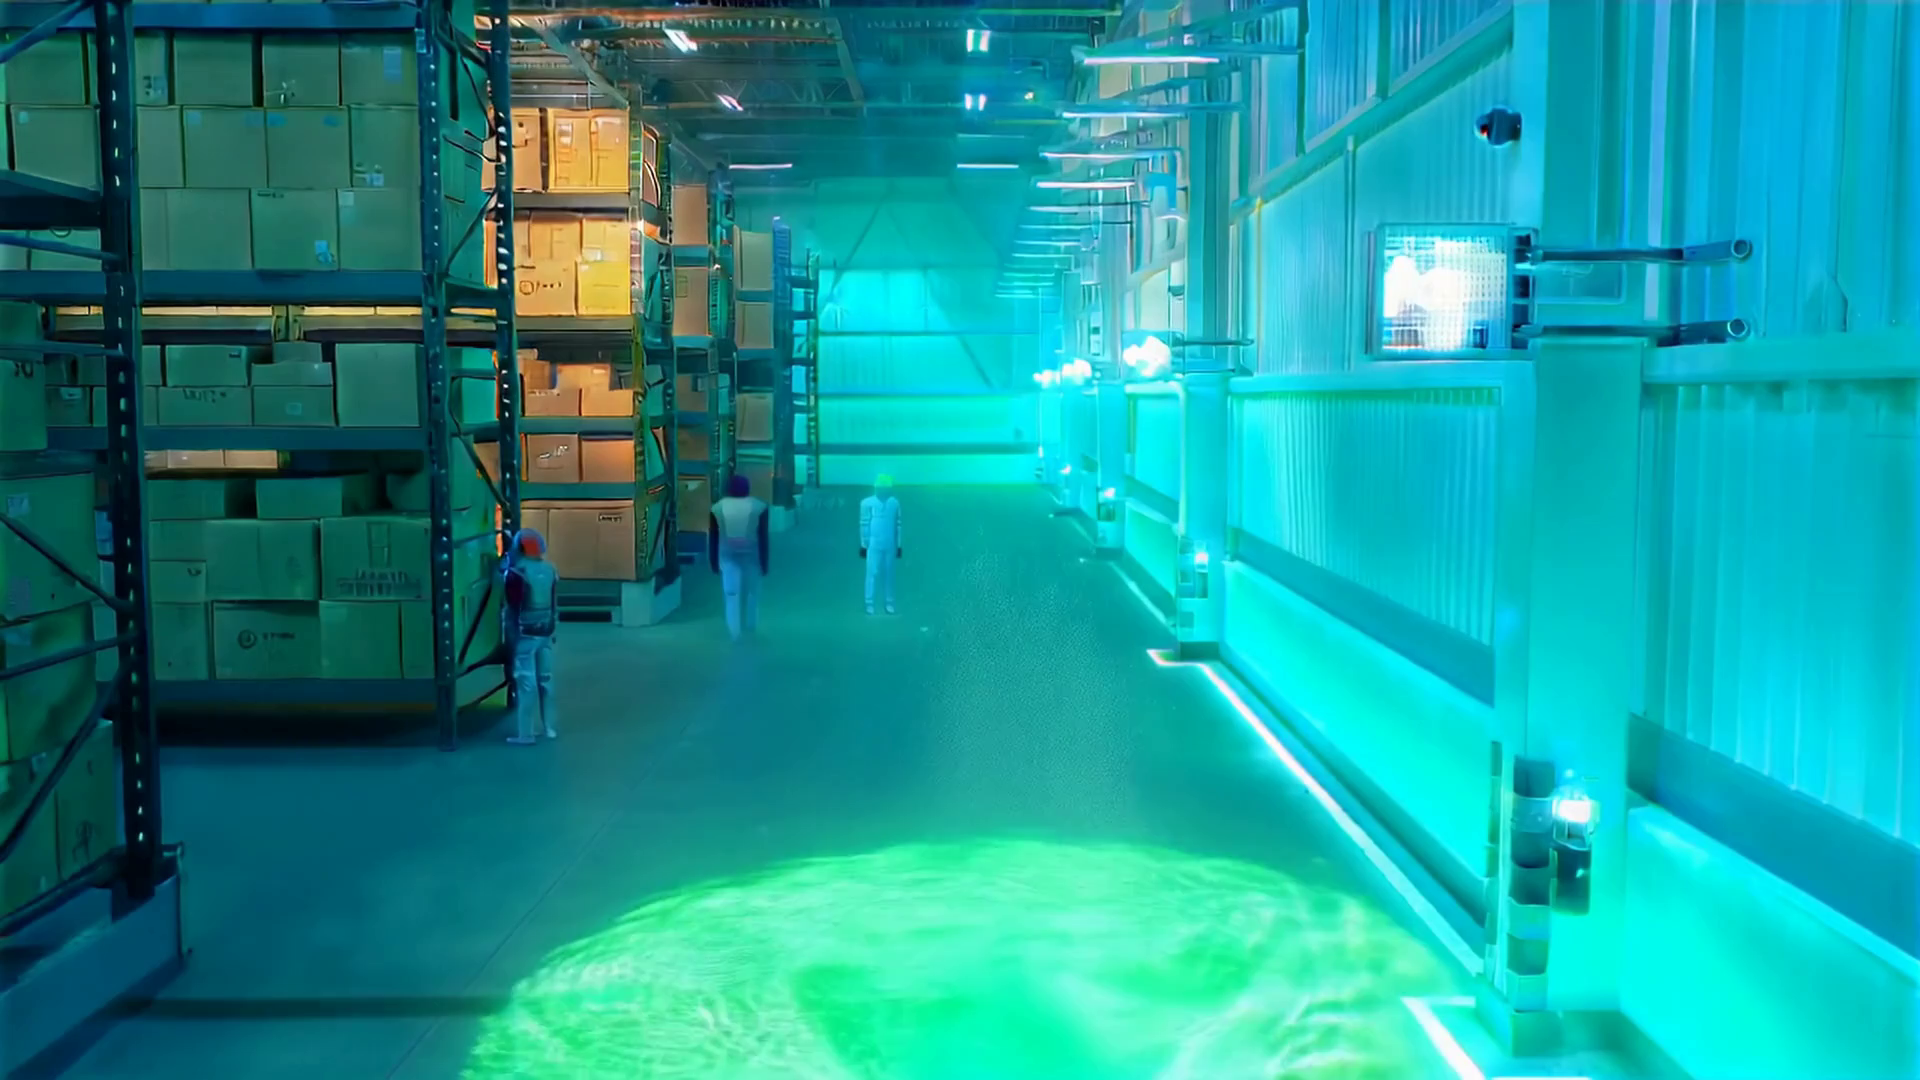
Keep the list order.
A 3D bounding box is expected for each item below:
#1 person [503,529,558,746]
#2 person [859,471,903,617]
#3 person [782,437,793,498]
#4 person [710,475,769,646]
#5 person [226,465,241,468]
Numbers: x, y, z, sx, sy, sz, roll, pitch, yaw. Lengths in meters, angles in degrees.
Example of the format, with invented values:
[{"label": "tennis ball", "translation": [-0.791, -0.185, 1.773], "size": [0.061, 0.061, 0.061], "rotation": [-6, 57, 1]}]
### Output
[{"label": "person", "translation": [-3.235, 0.732, 12.579], "size": [0.319, 1.631, 0.523], "rotation": [3, 6, 28]}, {"label": "person", "translation": [-0.928, 0.051, 19.853], "size": [0.566, 1.744, 0.349], "rotation": [-3, 6, -31]}, {"label": "person", "translation": [-3.964, -1.480, 37.774], "size": [0.316, 1.736, 0.486], "rotation": [1, 5, 9]}, {"label": "person", "translation": [-2.344, 0.203, 17.772], "size": [0.645, 1.790, 0.992], "rotation": [0, 5, 0]}, {"label": "person", "translation": [-6.897, 0.280, 15.794], "size": [0.441, 1.983, 0.639], "rotation": [1, 5, 12]}]
